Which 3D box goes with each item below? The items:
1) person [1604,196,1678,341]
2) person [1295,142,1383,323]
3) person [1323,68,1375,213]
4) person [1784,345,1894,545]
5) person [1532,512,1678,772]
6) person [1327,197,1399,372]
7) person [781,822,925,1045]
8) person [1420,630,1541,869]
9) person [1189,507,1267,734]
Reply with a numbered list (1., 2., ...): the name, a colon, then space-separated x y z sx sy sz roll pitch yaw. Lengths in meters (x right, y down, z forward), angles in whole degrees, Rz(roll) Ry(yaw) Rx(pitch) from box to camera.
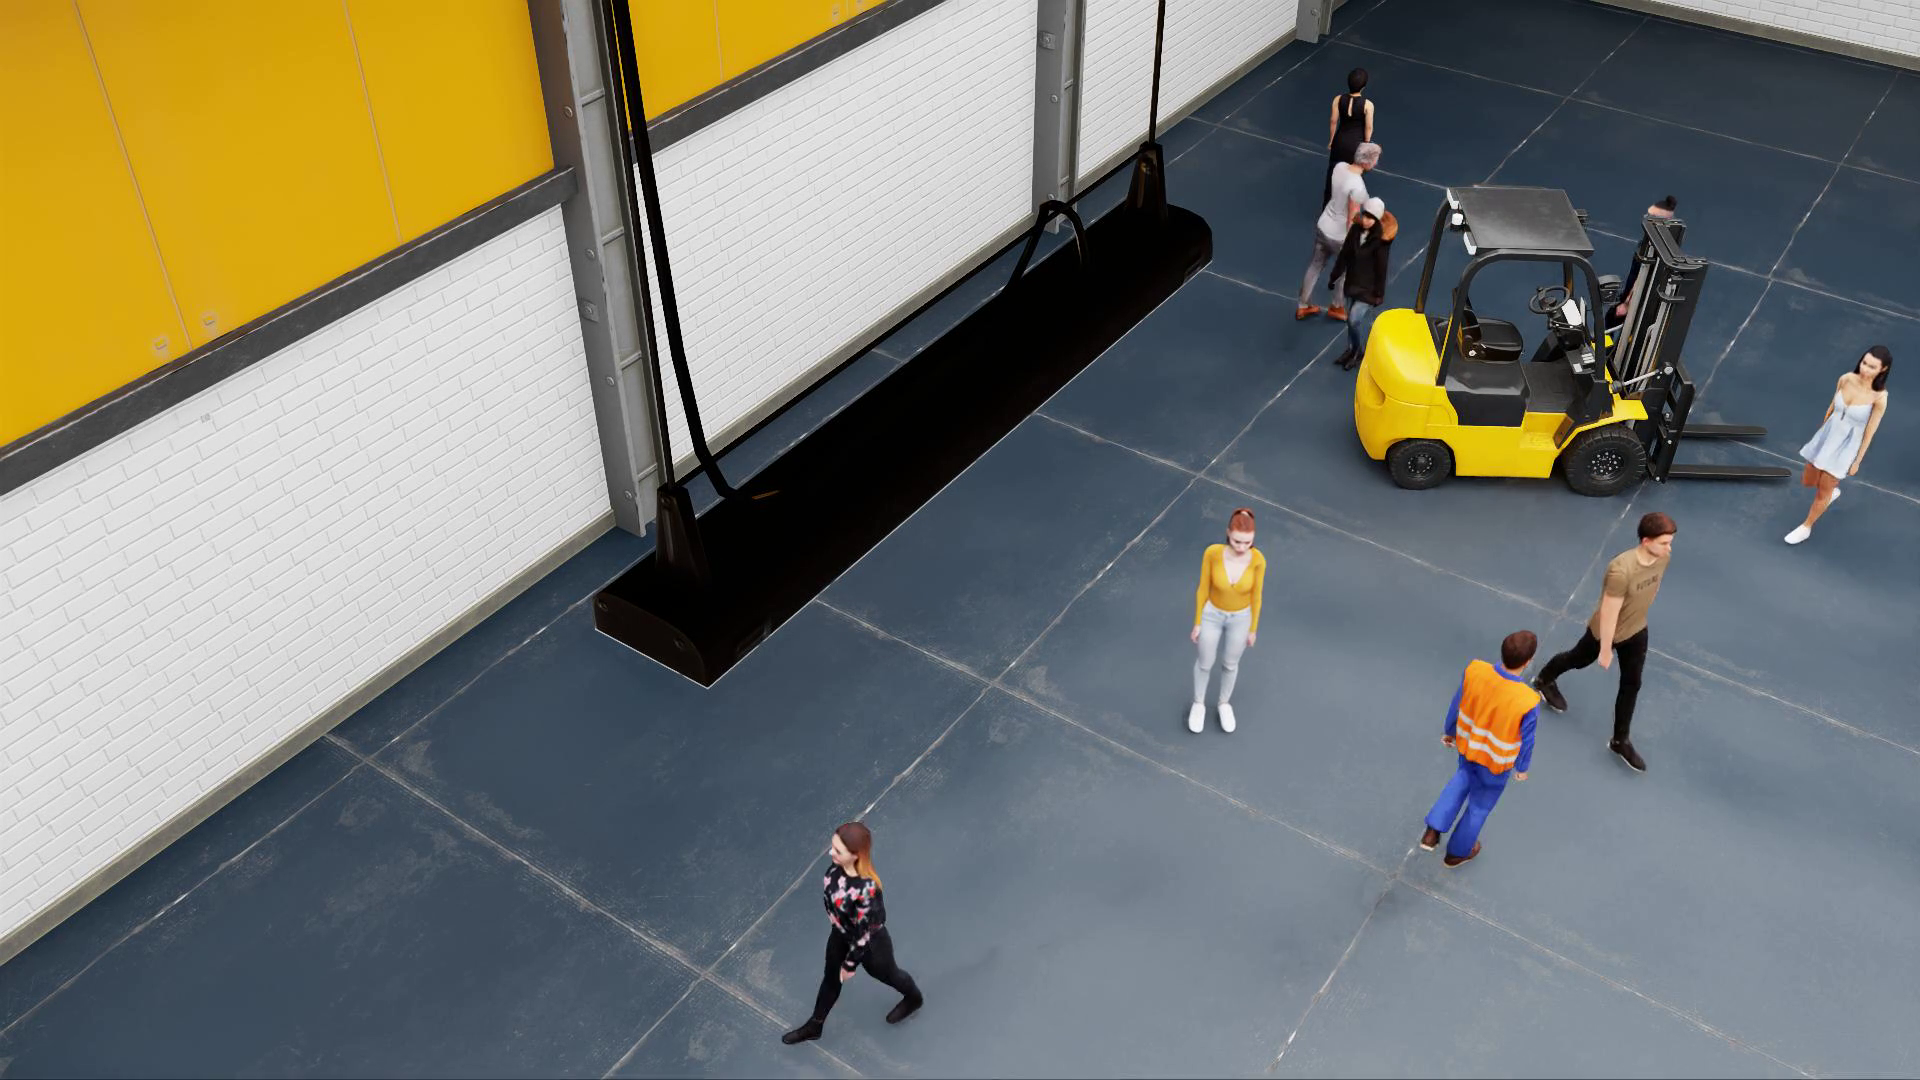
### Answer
1. person: 5.785 -2.009 13.934 0.952 1.839 0.987 7 39 9
2. person: 3.299 -2.708 14.857 1.025 1.780 0.996 -16 41 -19
3. person: 3.844 -3.902 16.493 0.602 1.603 0.546 18 42 21
4. person: 6.622 -0.717 12.414 0.896 1.716 0.760 -21 43 -24
5. person: 4.175 0.542 10.769 1.254 1.802 1.123 -18 42 -21
6. person: 3.535 -2.240 14.391 0.742 1.629 0.738 -19 42 -22
7. person: -0.453 2.106 8.941 1.137 1.640 0.876 -21 43 -24
8. person: 3.040 1.290 9.790 0.845 1.856 0.799 -25 45 -28
9. person: 1.722 0.514 10.846 0.686 1.751 0.724 4 39 5
